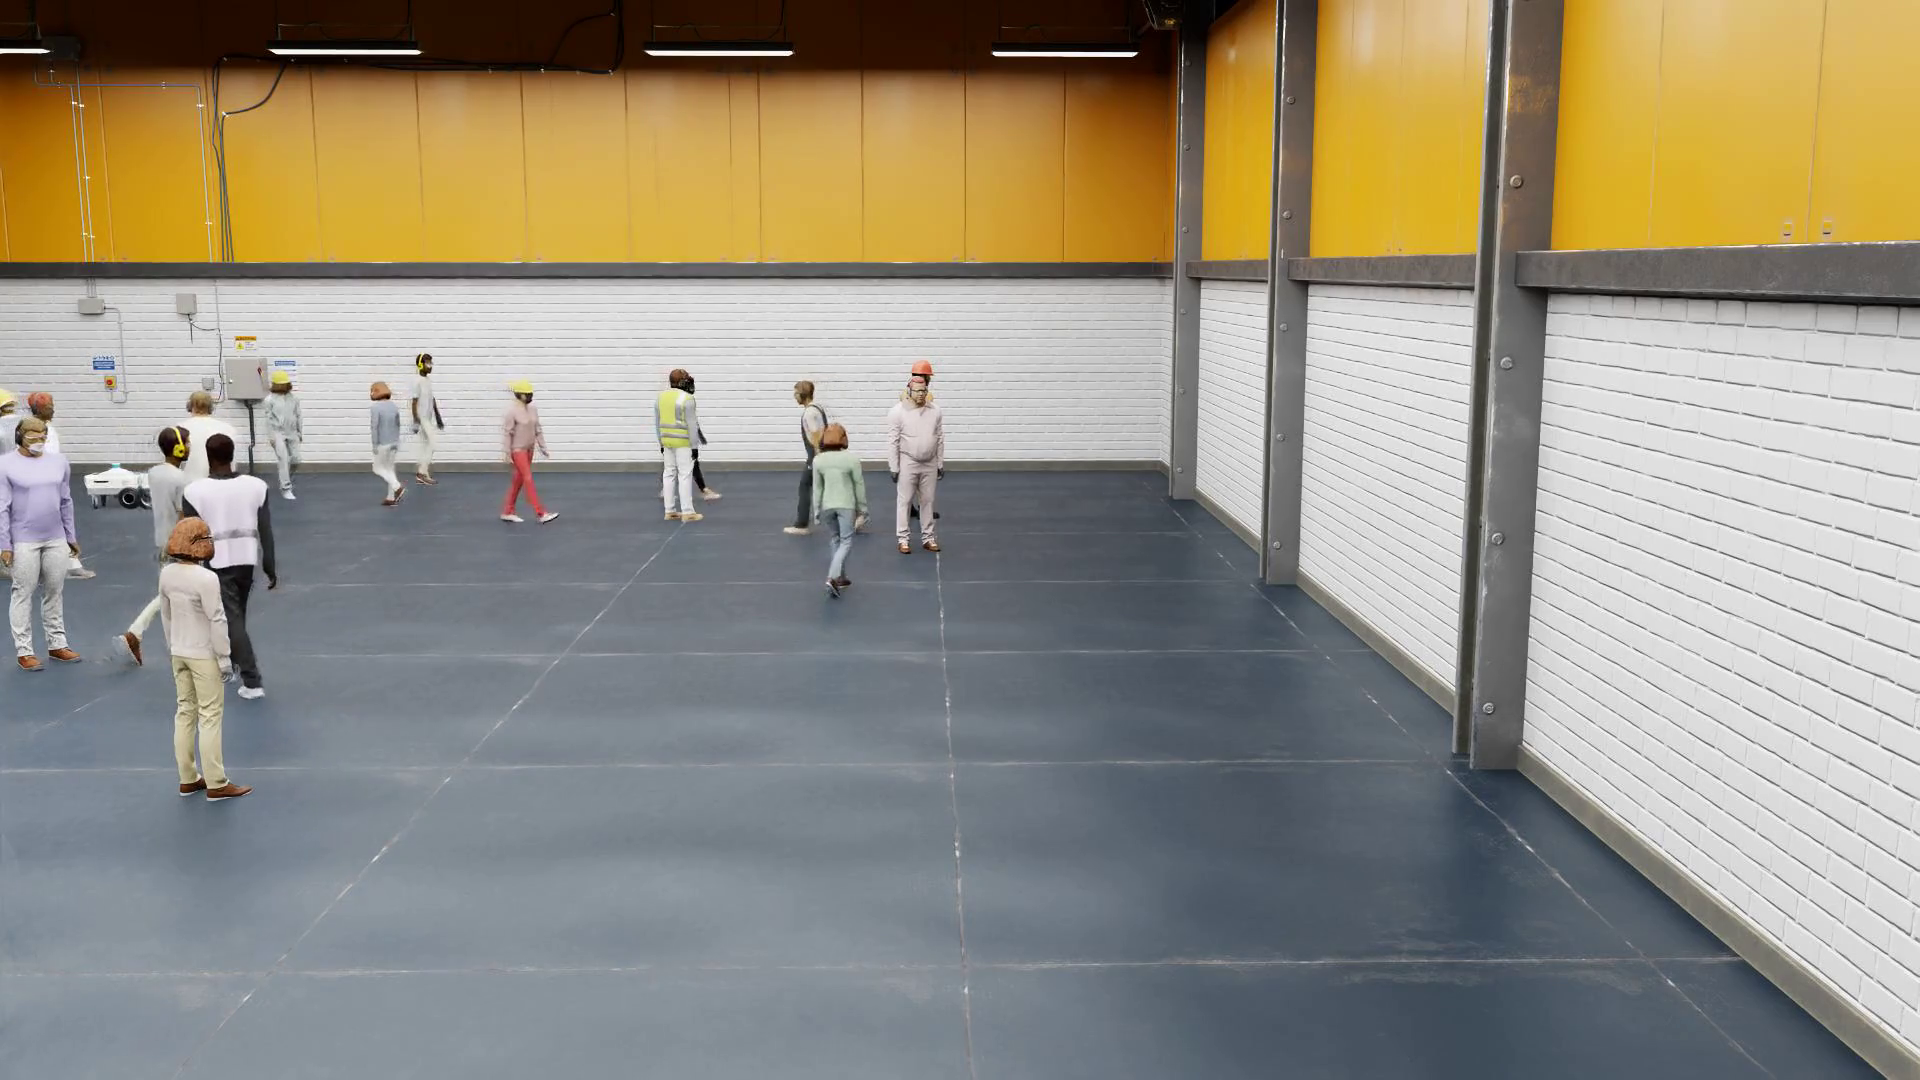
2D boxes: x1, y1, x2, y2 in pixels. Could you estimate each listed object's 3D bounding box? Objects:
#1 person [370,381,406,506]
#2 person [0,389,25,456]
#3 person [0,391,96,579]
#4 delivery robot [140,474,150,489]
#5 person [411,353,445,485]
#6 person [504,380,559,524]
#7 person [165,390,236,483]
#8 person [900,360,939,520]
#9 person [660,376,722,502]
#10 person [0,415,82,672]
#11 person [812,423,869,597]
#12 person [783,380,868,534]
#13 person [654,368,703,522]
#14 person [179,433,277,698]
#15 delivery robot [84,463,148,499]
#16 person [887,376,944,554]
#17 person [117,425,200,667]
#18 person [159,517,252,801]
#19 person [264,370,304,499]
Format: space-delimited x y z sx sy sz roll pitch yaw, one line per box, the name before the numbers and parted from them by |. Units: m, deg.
person | -7.279 -1.215 21.199 0.502 1.605 0.539 4 10 22
person | -9.891 -0.669 17.265 0.835 1.793 0.601 6 11 31
person | -8.972 -0.519 16.176 0.875 1.861 0.568 1 9 7
delivery robot | -10.011 -0.729 21.148 0.707 0.478 0.477 -1 9 -7
person | -7.462 -1.691 23.364 0.448 1.854 0.528 0 9 1
person | -5.116 -1.037 19.752 0.903 1.718 0.530 4 10 22
person | -7.117 -0.440 15.546 0.672 1.911 0.682 -9 13 -42
person | -0.482 -1.218 20.216 0.375 1.933 0.550 -8 13 -42
person | -3.562 -1.318 21.704 0.861 1.648 0.513 0 9 3
person | -7.019 0.015 12.662 0.372 1.934 0.627 5 11 29
person | -1.145 -0.295 15.549 0.508 1.606 0.762 4 10 26
person | -1.529 -0.931 18.934 0.931 1.793 0.550 2 9 10
person | -3.378 -1.144 20.055 0.634 1.839 0.429 7 11 36
person | -5.260 0.169 11.922 0.998 1.865 0.611 9 13 43
delivery robot | -10.741 -0.735 21.185 0.707 0.478 0.477 -1 9 -4
person | -0.453 -0.801 17.779 0.639 1.900 0.404 -5 10 -28
person | -6.028 0.057 12.665 0.506 1.854 0.748 5 11 30
person | -4.348 0.677 9.520 0.497 1.633 0.284 5 11 29
person | -8.952 -1.390 21.964 0.540 1.712 0.512 8 12 40
